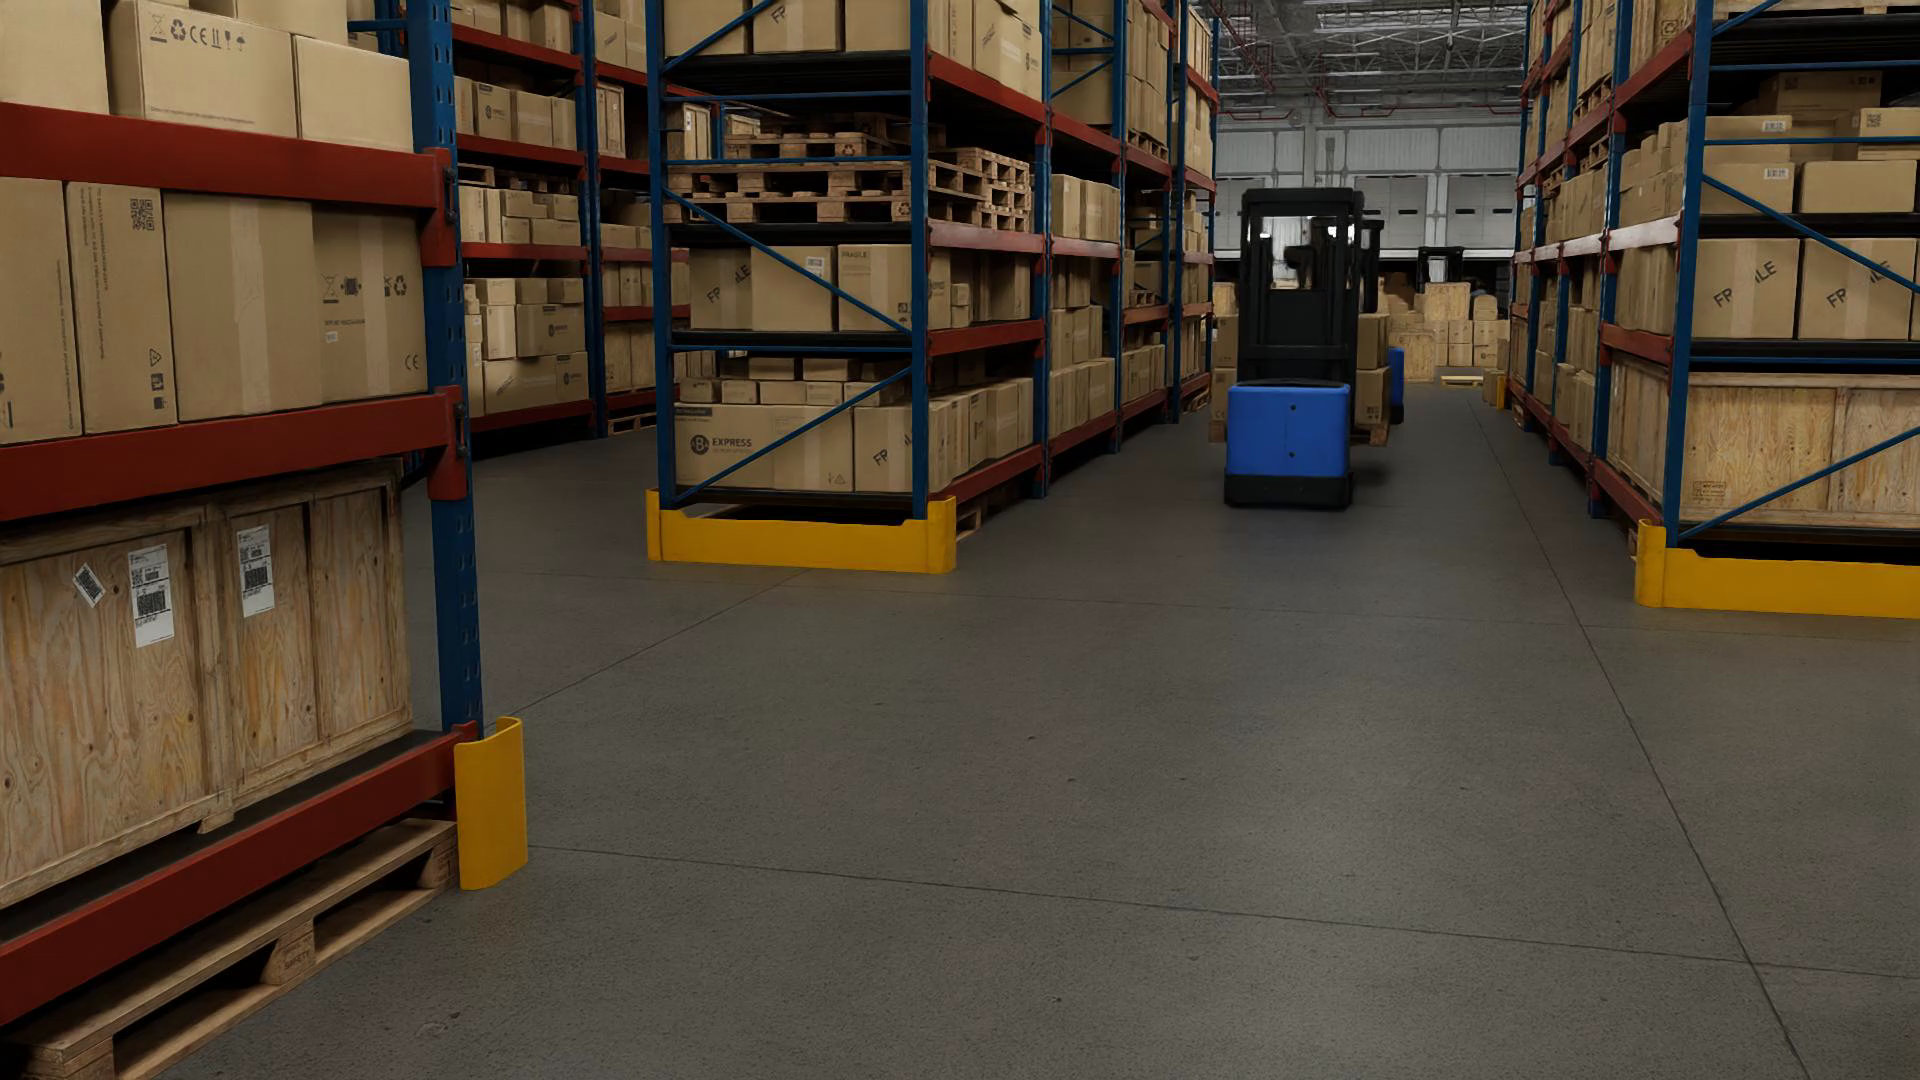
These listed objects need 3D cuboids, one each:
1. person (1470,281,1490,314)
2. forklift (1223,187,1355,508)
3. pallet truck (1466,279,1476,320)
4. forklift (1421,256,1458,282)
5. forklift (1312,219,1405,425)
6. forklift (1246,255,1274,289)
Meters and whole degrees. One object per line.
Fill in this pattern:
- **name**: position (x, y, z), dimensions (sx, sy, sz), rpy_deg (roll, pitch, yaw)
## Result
- **person**: position (17.122, -7.555, 54.788), dimensions (0.646, 1.923, 0.521), rpy_deg (6, 11, 32)
- **forklift**: position (3.039, -1.780, 15.081), dimensions (1.129, 2.768, 1.873), rpy_deg (2, 9, 15)
- **pallet truck**: position (18.896, -8.459, 60.307), dimensions (1.885, 1.965, 0.823), rpy_deg (5, 10, 31)
- **forklift**: position (12.220, -6.096, 42.499), dimensions (1.129, 2.768, 1.873), rpy_deg (2, 9, 15)
- **forklift**: position (5.323, -3.026, 22.996), dimensions (1.129, 2.768, 1.873), rpy_deg (-2, 9, -10)
- **forklift**: position (10.478, -8.583, 58.304), dimensions (1.129, 2.768, 1.873), rpy_deg (0, 9, -1)
